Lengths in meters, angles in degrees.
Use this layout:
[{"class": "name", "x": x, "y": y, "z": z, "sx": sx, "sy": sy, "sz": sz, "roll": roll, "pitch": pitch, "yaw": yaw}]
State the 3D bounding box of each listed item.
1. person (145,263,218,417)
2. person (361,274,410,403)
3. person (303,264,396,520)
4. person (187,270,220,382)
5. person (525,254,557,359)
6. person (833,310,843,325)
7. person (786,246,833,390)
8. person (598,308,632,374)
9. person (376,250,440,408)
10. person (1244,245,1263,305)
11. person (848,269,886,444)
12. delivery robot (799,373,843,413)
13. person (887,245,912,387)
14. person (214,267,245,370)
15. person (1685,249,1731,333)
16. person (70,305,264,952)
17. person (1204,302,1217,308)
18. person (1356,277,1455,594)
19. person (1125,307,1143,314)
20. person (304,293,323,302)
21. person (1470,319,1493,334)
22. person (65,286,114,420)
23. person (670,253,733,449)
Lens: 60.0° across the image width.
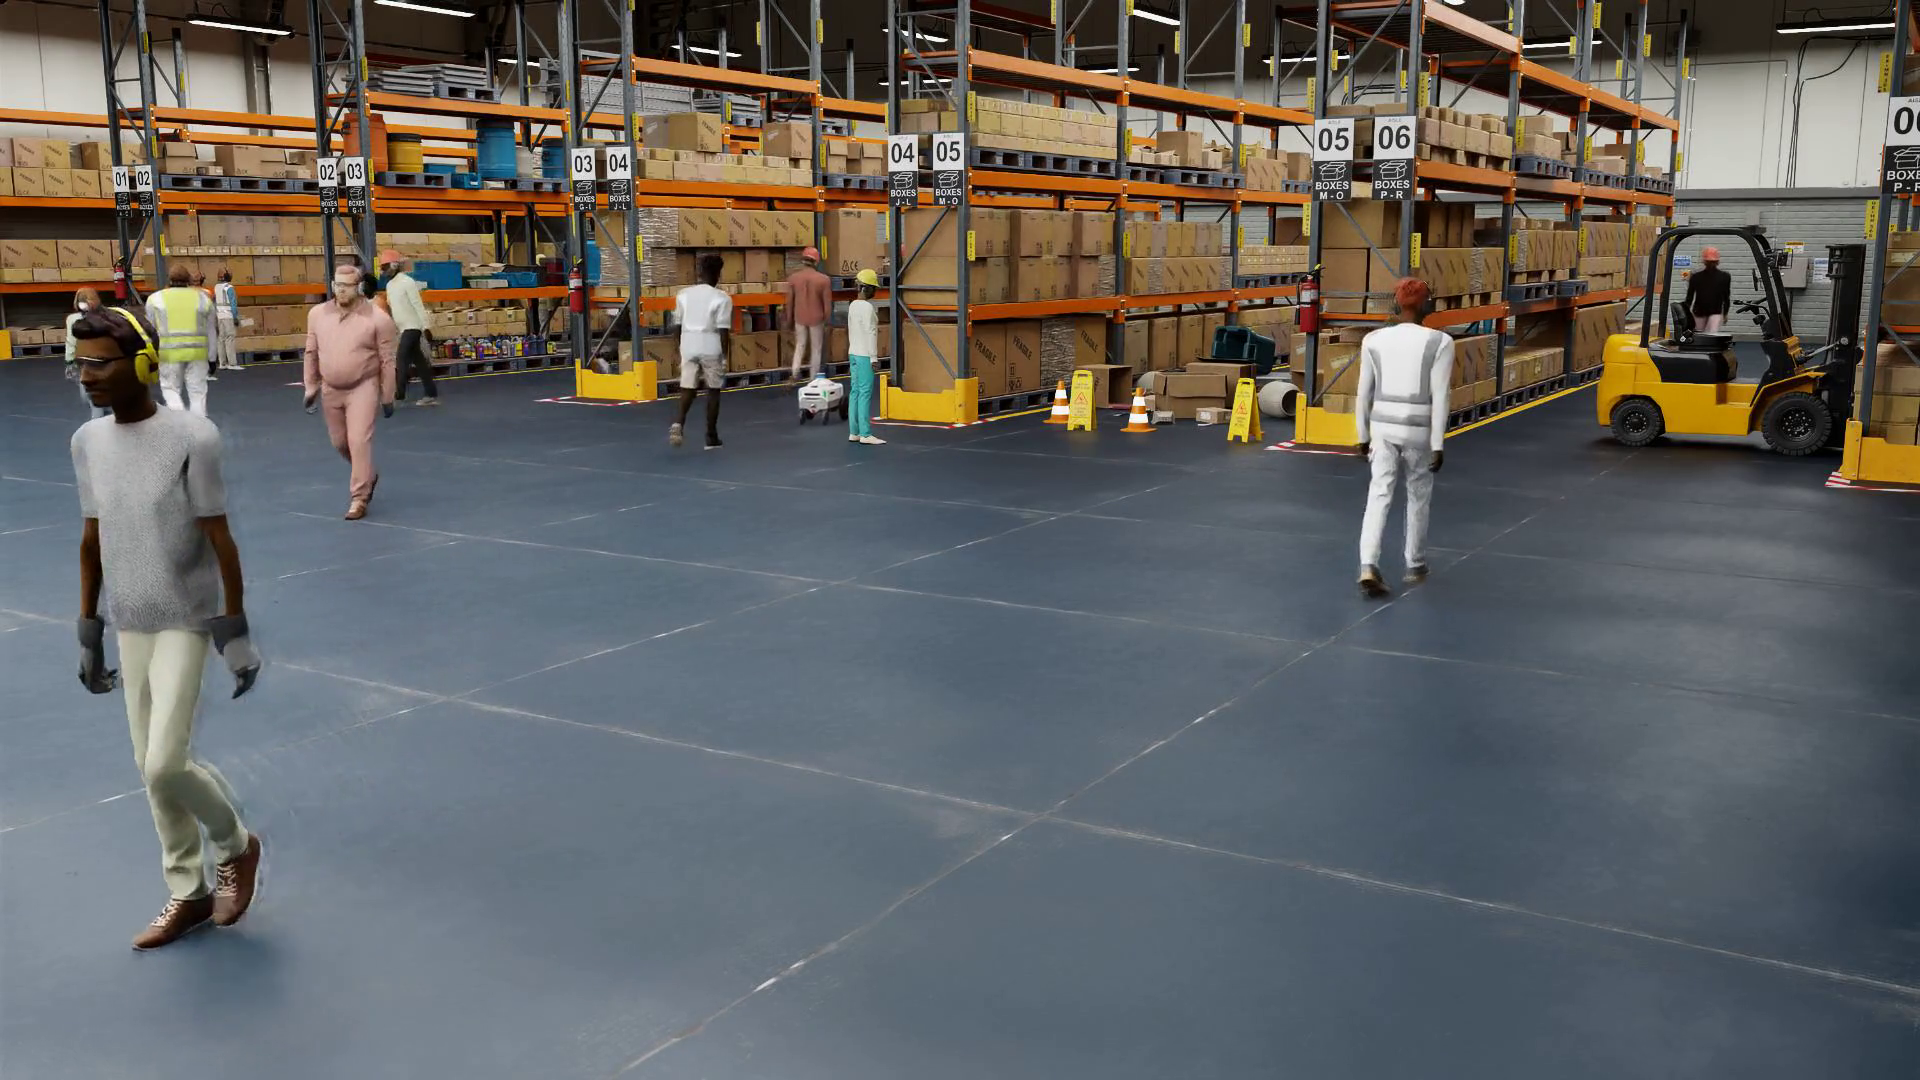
[{"class": "person", "x": -7.631, "y": -1.795, "z": 16.346, "sx": 0.647, "sy": 1.826, "sz": 0.464, "roll": -6, "pitch": 12, "yaw": -29}, {"class": "person", "x": -7.286, "y": -2.474, "z": 20.648, "sx": 0.539, "sy": 1.649, "sz": 0.888, "roll": 8, "pitch": 13, "yaw": 38}, {"class": "person", "x": -4.548, "y": -1.128, "z": 12.486, "sx": 0.646, "sy": 1.874, "sz": 0.880, "roll": 1, "pitch": 10, "yaw": 5}, {"class": "person", "x": -11.128, "y": -3.124, "z": 24.341, "sx": 0.552, "sy": 1.630, "sz": 0.370, "roll": 1, "pitch": 10, "yaw": 4}, {"class": "person", "x": -7.310, "y": -4.058, "z": 29.016, "sx": 0.590, "sy": 1.827, "sz": 0.404, "roll": 7, "pitch": 12, "yaw": 33}, {"class": "person", "x": -2.997, "y": -5.503, "z": 36.900, "sx": 0.636, "sy": 1.913, "sz": 0.919, "roll": 9, "pitch": 14, "yaw": 42}, {"class": "person", "x": -2.046, "y": -2.998, "z": 22.645, "sx": 0.638, "sy": 1.977, "sz": 0.467, "roll": 2, "pitch": 10, "yaw": 13}, {"class": "person", "x": -5.113, "y": -3.369, "z": 24.945, "sx": 0.596, "sy": 1.904, "sz": 0.611, "roll": -5, "pitch": 11, "yaw": -26}, {"class": "person", "x": -6.883, "y": -2.597, "z": 20.510, "sx": 0.921, "sy": 1.934, "sz": 0.623, "roll": -8, "pitch": 13, "yaw": -39}, {"class": "person", "x": 6.215, "y": -5.148, "z": 34.681, "sx": 1.012, "sy": 1.985, "sz": 0.641, "roll": 0, "pitch": 10, "yaw": 2}, {"class": "person", "x": -0.957, "y": -1.848, "z": 16.822, "sx": 0.323, "sy": 1.764, "sz": 0.523, "roll": -5, "pitch": 11, "yaw": -26}, {"class": "delivery robot", "x": -1.571, "y": -1.649, "z": 18.826, "sx": 0.477, "sy": 0.478, "sz": 0.707, "roll": 2, "pitch": 10, "yaw": 13}, {"class": "person", "x": -0.794, "y": -3.115, "z": 23.197, "sx": 0.517, "sy": 2.017, "sz": 0.626, "roll": -6, "pitch": 12, "yaw": -32}, {"class": "person", "x": -11.709, "y": -3.527, "z": 26.570, "sx": 0.520, "sy": 1.639, "sz": 0.312, "roll": 7, "pitch": 12, "yaw": 35}, {"class": "person", "x": 11.598, "y": -3.547, "z": 25.845, "sx": 0.641, "sy": 1.944, "sz": 1.040, "roll": 4, "pitch": 11, "yaw": 21}, {"class": "person", "x": -2.279, "y": 0.267, "z": 4.715, "sx": 0.564, "sy": 1.851, "sz": 0.400, "roll": 3, "pitch": 11, "yaw": 18}, {"class": "person", "x": 5.622, "y": -5.651, "z": 37.340, "sx": 0.540, "sy": 2.000, "sz": 0.738, "roll": -1, "pitch": 10, "yaw": -7}, {"class": "person", "x": 2.556, "y": -0.608, "z": 9.688, "sx": 0.582, "sy": 1.843, "sz": 0.972, "roll": 6, "pitch": 12, "yaw": 31}, {"class": "person", "x": 3.204, "y": -4.553, "z": 31.480, "sx": 0.629, "sy": 1.940, "sz": 0.377, "roll": 7, "pitch": 12, "yaw": 33}, {"class": "person", "x": -12.045, "y": -4.388, "z": 31.042, "sx": 0.522, "sy": 1.768, "sz": 0.312, "roll": 8, "pitch": 13, "yaw": 39}, {"class": "person", "x": 9.034, "y": -4.017, "z": 28.732, "sx": 0.567, "sy": 1.845, "sz": 0.386, "roll": 2, "pitch": 10, "yaw": 11}, {"class": "person", "x": -8.611, "y": -1.731, "z": 16.592, "sx": 0.503, "sy": 1.607, "sz": 0.702, "roll": 2, "pitch": 10, "yaw": 11}, {"class": "person", "x": -2.530, "y": -1.821, "z": 16.210, "sx": 0.616, "sy": 1.928, "sz": 0.722, "roll": 3, "pitch": 11, "yaw": 15}]
